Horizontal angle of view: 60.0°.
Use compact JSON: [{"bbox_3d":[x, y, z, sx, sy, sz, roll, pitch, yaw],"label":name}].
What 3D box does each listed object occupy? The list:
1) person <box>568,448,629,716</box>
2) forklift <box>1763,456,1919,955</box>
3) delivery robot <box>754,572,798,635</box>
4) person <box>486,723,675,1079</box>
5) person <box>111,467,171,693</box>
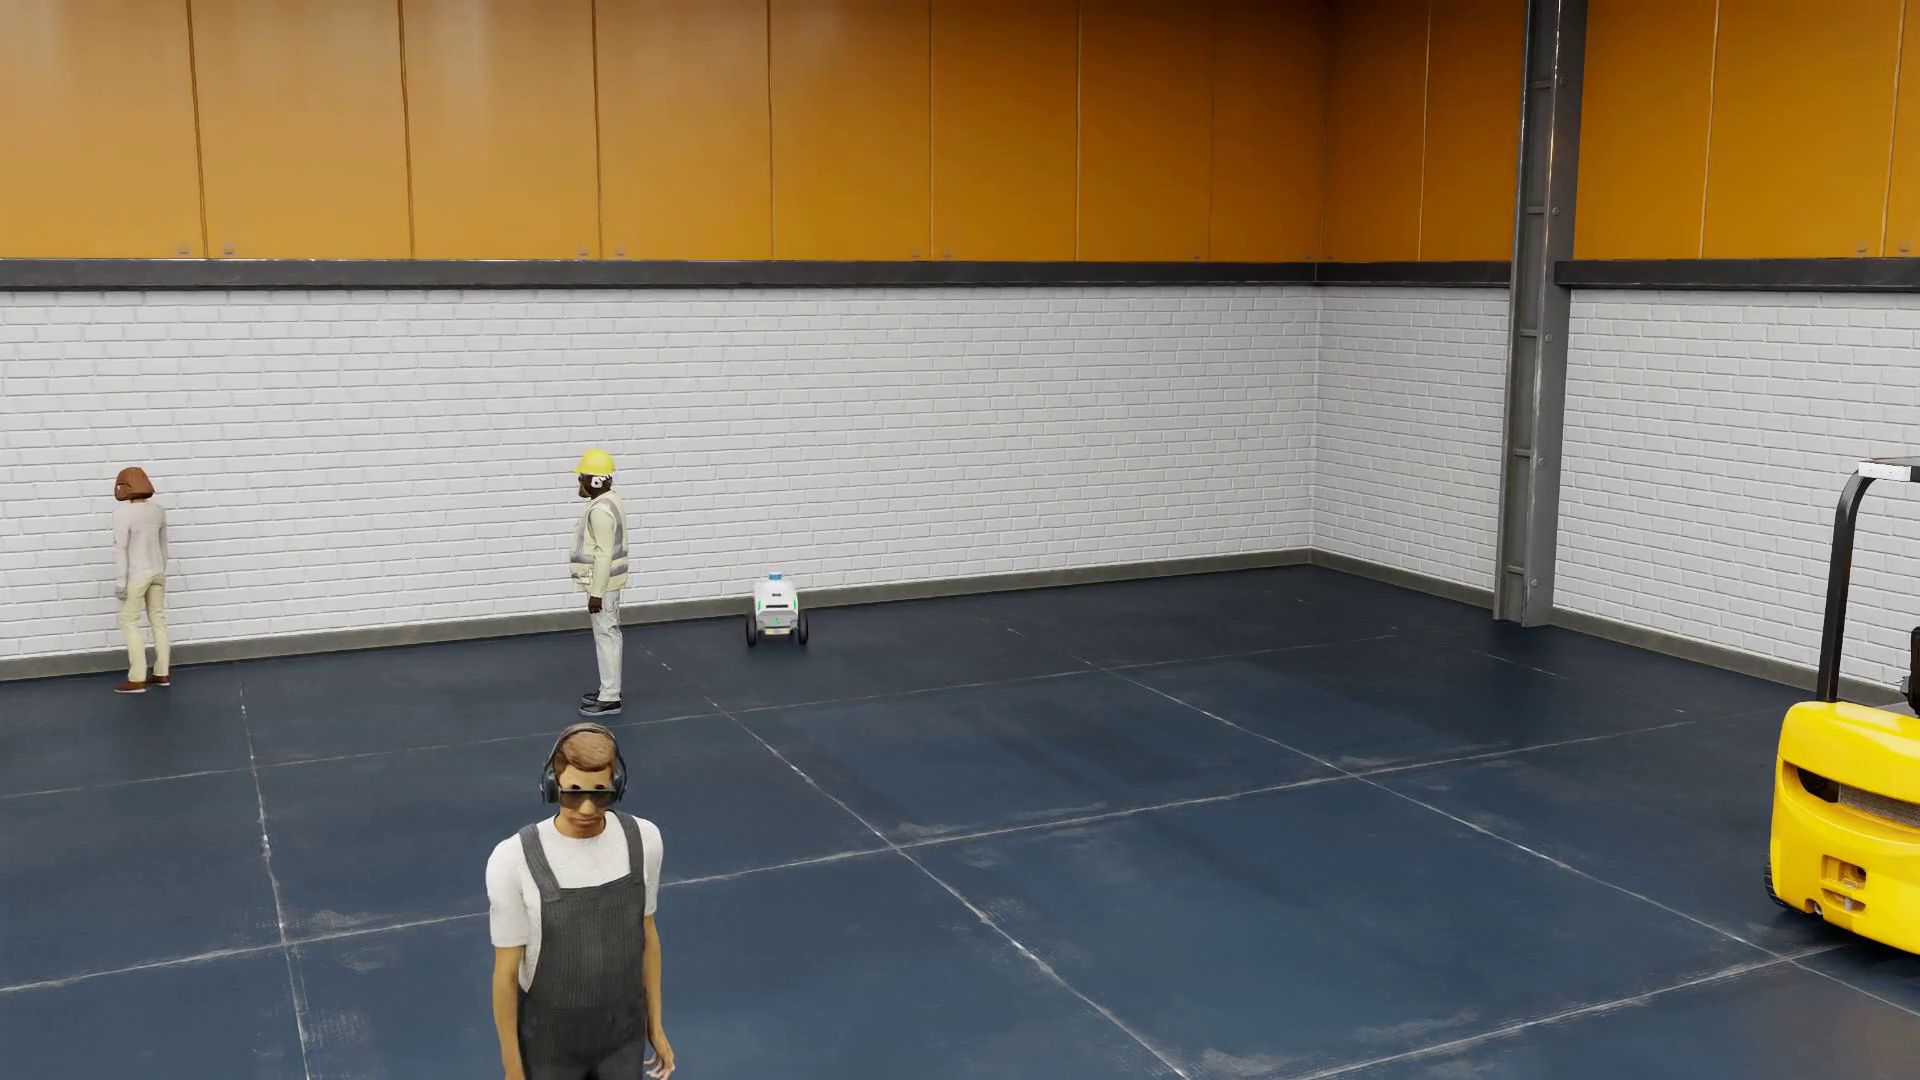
[{"bbox_3d":[-2.481,0.283,11.448,0.404,1.837,0.590,-1,9,-8],"label":"person"},{"bbox_3d":[4.857,0.731,7.561,2.313,2.155,1.214,-4,10,-25],"label":"forklift"},{"bbox_3d":[-1.522,0.508,13.724,0.477,0.478,0.707,-1,9,-8],"label":"delivery robot"},{"bbox_3d":[-1.026,1.389,4.577,0.507,1.839,0.351,-7,11,-37],"label":"person"},{"bbox_3d":[-5.956,0.284,12.096,0.297,1.626,0.514,2,9,15],"label":"person"}]
